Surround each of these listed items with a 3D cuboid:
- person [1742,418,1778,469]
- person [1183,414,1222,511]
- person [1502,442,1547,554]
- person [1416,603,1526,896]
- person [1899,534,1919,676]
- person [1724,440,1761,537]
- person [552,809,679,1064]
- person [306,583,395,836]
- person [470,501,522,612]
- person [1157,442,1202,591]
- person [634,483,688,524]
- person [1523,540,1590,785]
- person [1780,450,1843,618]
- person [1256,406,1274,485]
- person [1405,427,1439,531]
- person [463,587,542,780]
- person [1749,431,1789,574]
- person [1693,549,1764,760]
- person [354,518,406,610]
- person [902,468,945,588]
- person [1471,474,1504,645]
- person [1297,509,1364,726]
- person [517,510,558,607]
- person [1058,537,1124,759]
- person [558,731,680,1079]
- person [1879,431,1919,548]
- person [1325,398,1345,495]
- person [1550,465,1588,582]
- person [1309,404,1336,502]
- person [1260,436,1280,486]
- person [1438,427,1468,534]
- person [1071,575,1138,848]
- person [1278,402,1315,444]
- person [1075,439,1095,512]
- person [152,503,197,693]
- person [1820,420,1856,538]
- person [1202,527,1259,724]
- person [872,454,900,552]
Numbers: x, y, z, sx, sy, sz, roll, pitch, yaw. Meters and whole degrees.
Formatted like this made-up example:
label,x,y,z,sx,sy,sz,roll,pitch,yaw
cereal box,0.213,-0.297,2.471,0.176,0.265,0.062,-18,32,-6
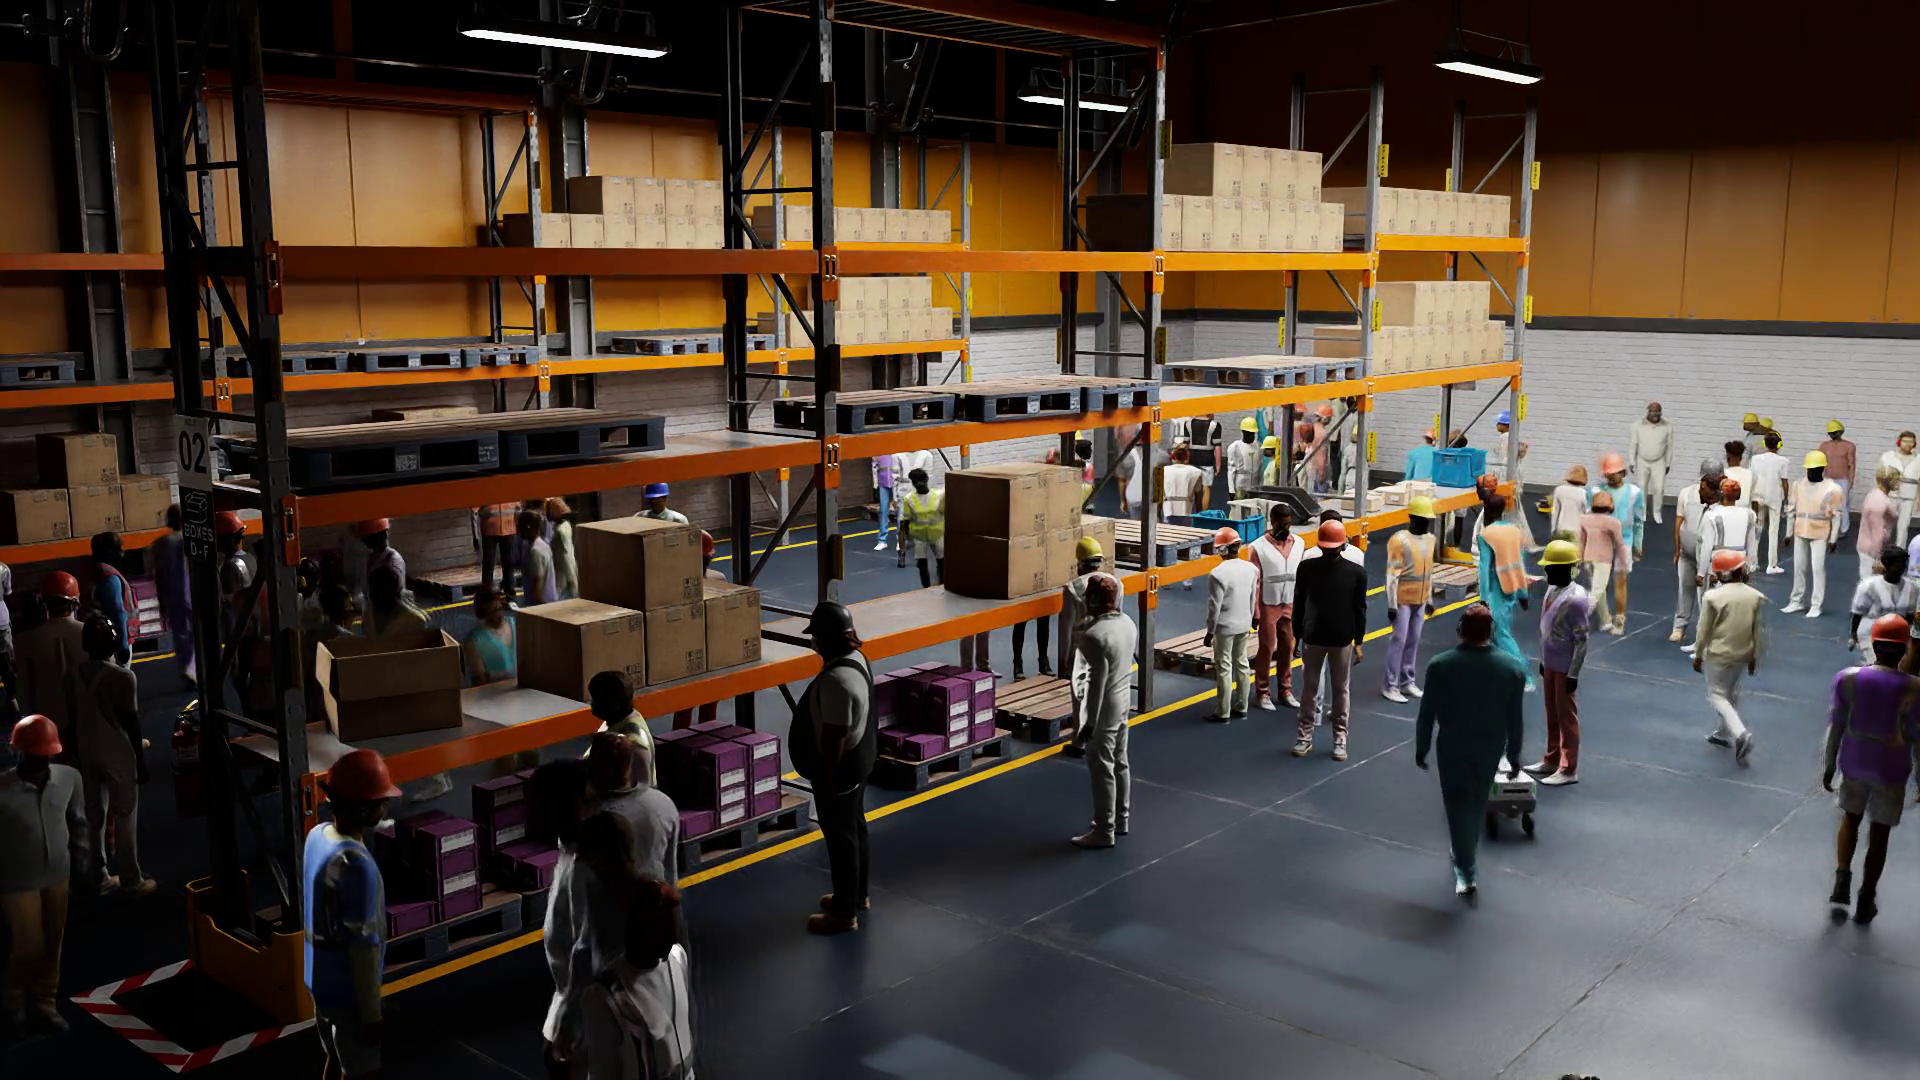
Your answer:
label,x,y,z,sx,sy,sz,roll,pitch,yaw
person,12.116,-0.997,25.248,0.508,1.706,0.352,1,10,4
person,3.713,-1.189,25.433,0.611,2.030,0.410,5,11,26
person,7.703,-0.555,22.909,0.832,1.595,0.535,4,10,24
person,3.315,1.341,10.814,0.656,1.867,0.969,0,10,3
person,8.866,0.566,15.216,0.551,1.934,0.373,-8,12,-40
person,9.208,-0.225,19.891,0.624,1.948,0.424,0,10,0
person,-1.414,2.012,6.670,0.844,1.899,0.630,-5,11,-28
person,-4.379,1.220,11.615,0.580,1.843,0.747,6,11,33
person,-5.328,-0.100,19.232,0.634,1.920,0.393,-5,11,-30
person,2.703,-0.282,20.571,0.560,1.839,0.396,2,10,9
person,-2.971,0.351,16.459,0.604,1.949,0.389,1,10,8
person,4.657,0.950,12.960,0.386,1.922,0.594,-1,10,-3
person,9.754,-0.073,19.070,0.386,1.922,0.593,-7,12,-34
person,5.434,-1.817,29.726,0.349,1.843,0.506,-2,10,-9
person,6.646,-0.752,23.789,0.601,1.708,0.843,7,12,35
person,-3.228,1.206,11.810,0.453,1.815,0.626,4,10,22
person,10.581,-0.496,21.744,0.328,1.877,0.513,-9,13,-42
person,6.354,0.932,13.685,0.572,1.721,0.702,-3,10,-15
person,-5.025,0.700,14.442,0.543,1.927,0.375,9,13,44
person,-0.387,-0.051,19.706,0.579,1.659,0.568,1,10,4
person,5.473,0.245,17.286,0.355,1.886,0.572,3,10,19
person,3.249,0.685,14.600,0.597,1.909,0.405,-3,10,-19
person,-3.903,0.635,15.153,0.566,1.817,0.542,-1,10,-9
person,1.062,0.881,13.682,0.597,1.823,0.403,-6,11,-32
person,-1.611,1.829,7.795,0.401,1.904,0.645,8,13,40
person,12.495,-0.539,22.099,0.588,1.837,0.437,4,10,23
person,6.514,-1.774,29.039,0.400,1.984,0.622,3,10,16
person,7.442,-0.107,20.166,0.382,1.619,0.526,-8,12,-39
person,5.322,-1.040,24.692,0.461,1.970,0.656,-2,10,-14
person,4.152,-0.513,22.198,0.336,1.760,0.525,2,10,11
person,7.287,-0.856,24.651,0.510,1.612,0.601,4,10,23
person,0.980,1.186,11.605,0.400,1.907,0.644,5,11,29
person,5.234,-1.223,25.730,0.632,1.985,1.021,-2,10,-9
person,1.631,-0.509,22.338,0.321,1.699,0.537,-5,11,-28
person,-7.278,0.568,15.577,0.520,1.820,0.552,-2,10,-9
person,12.891,-0.897,24.512,0.409,1.743,0.528,-7,12,-37
person,2.367,0.751,14.683,0.560,1.743,0.334,-7,12,-37
person,-0.955,-0.795,23.369,0.589,1.928,0.384,3,10,15
